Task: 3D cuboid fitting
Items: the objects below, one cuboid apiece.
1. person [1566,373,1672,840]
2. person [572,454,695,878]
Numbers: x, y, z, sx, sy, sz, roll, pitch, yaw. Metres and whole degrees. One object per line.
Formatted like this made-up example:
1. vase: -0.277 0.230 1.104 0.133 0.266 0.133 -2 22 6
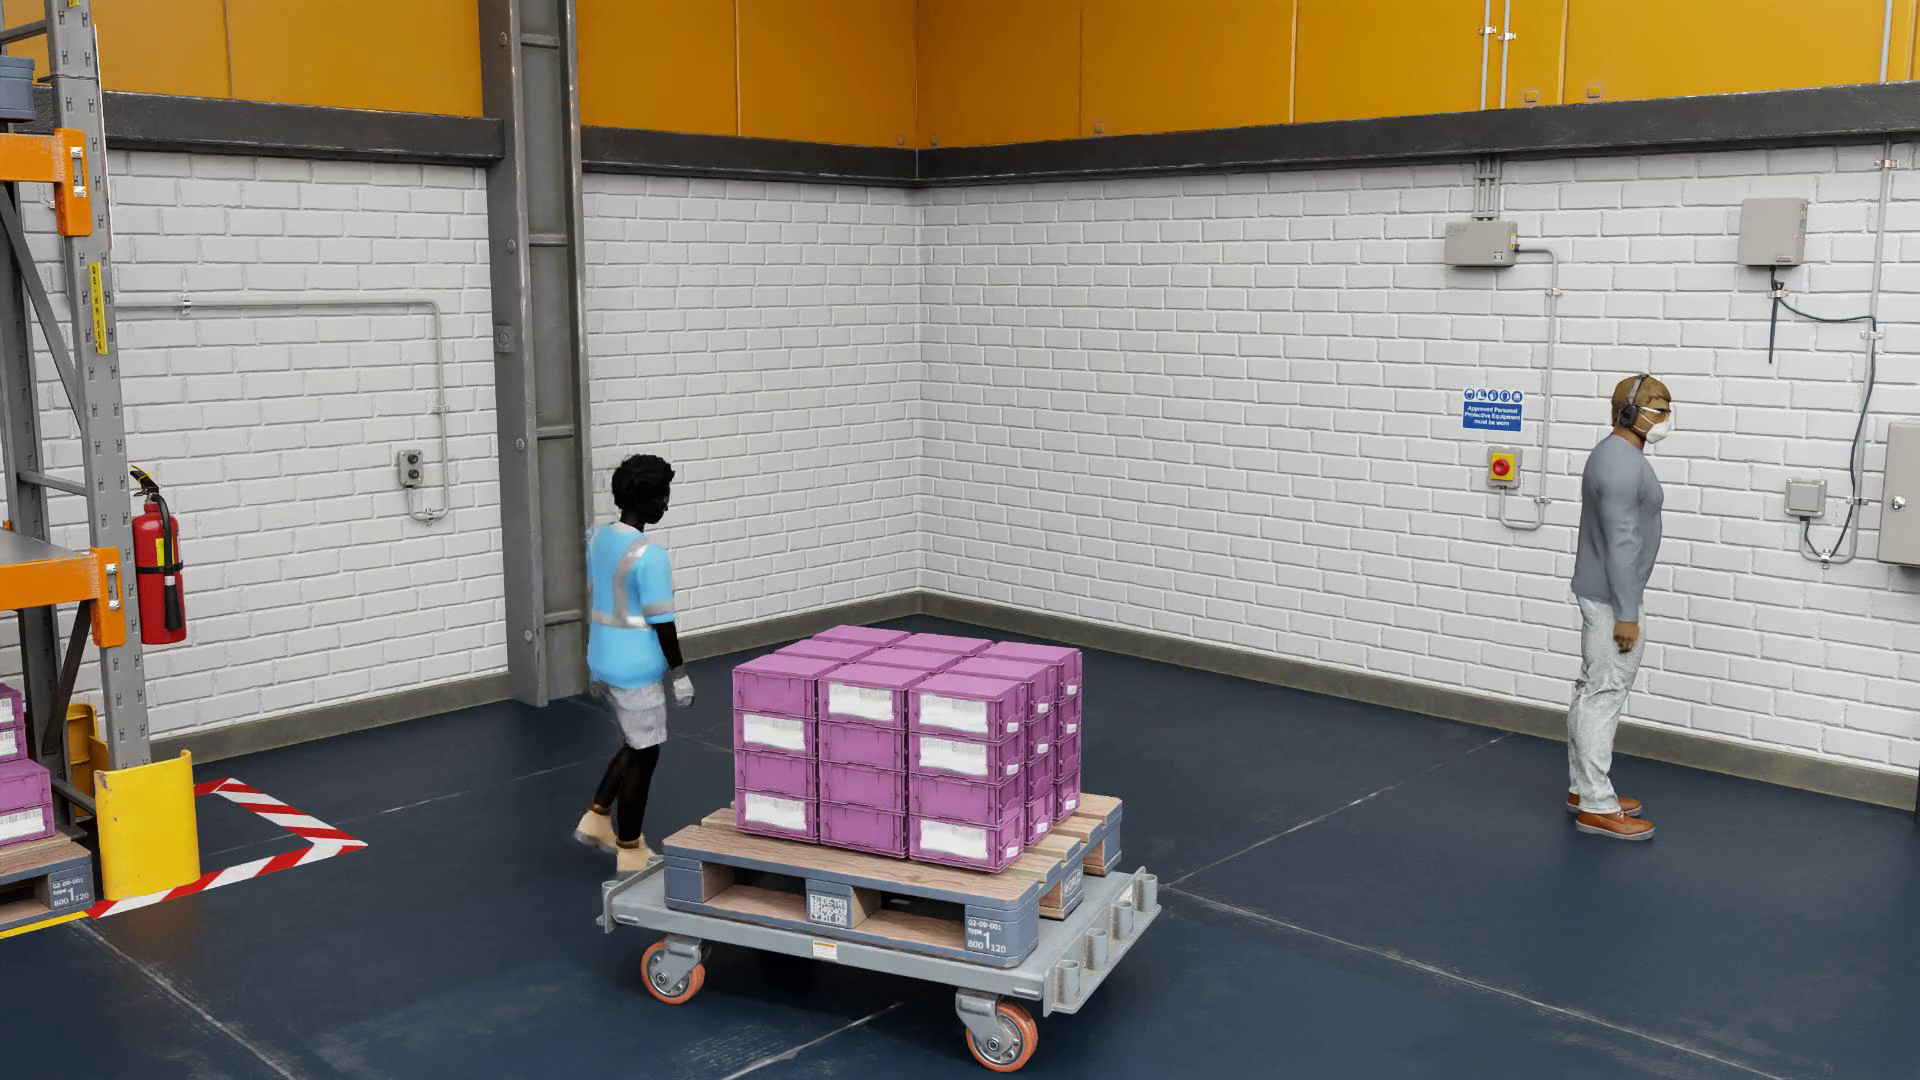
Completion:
1. person: 2.766 0.267 7.002 0.372 1.935 0.627 3 10 16
2. person: -1.239 0.499 6.395 0.355 1.674 0.544 -6 11 -31
